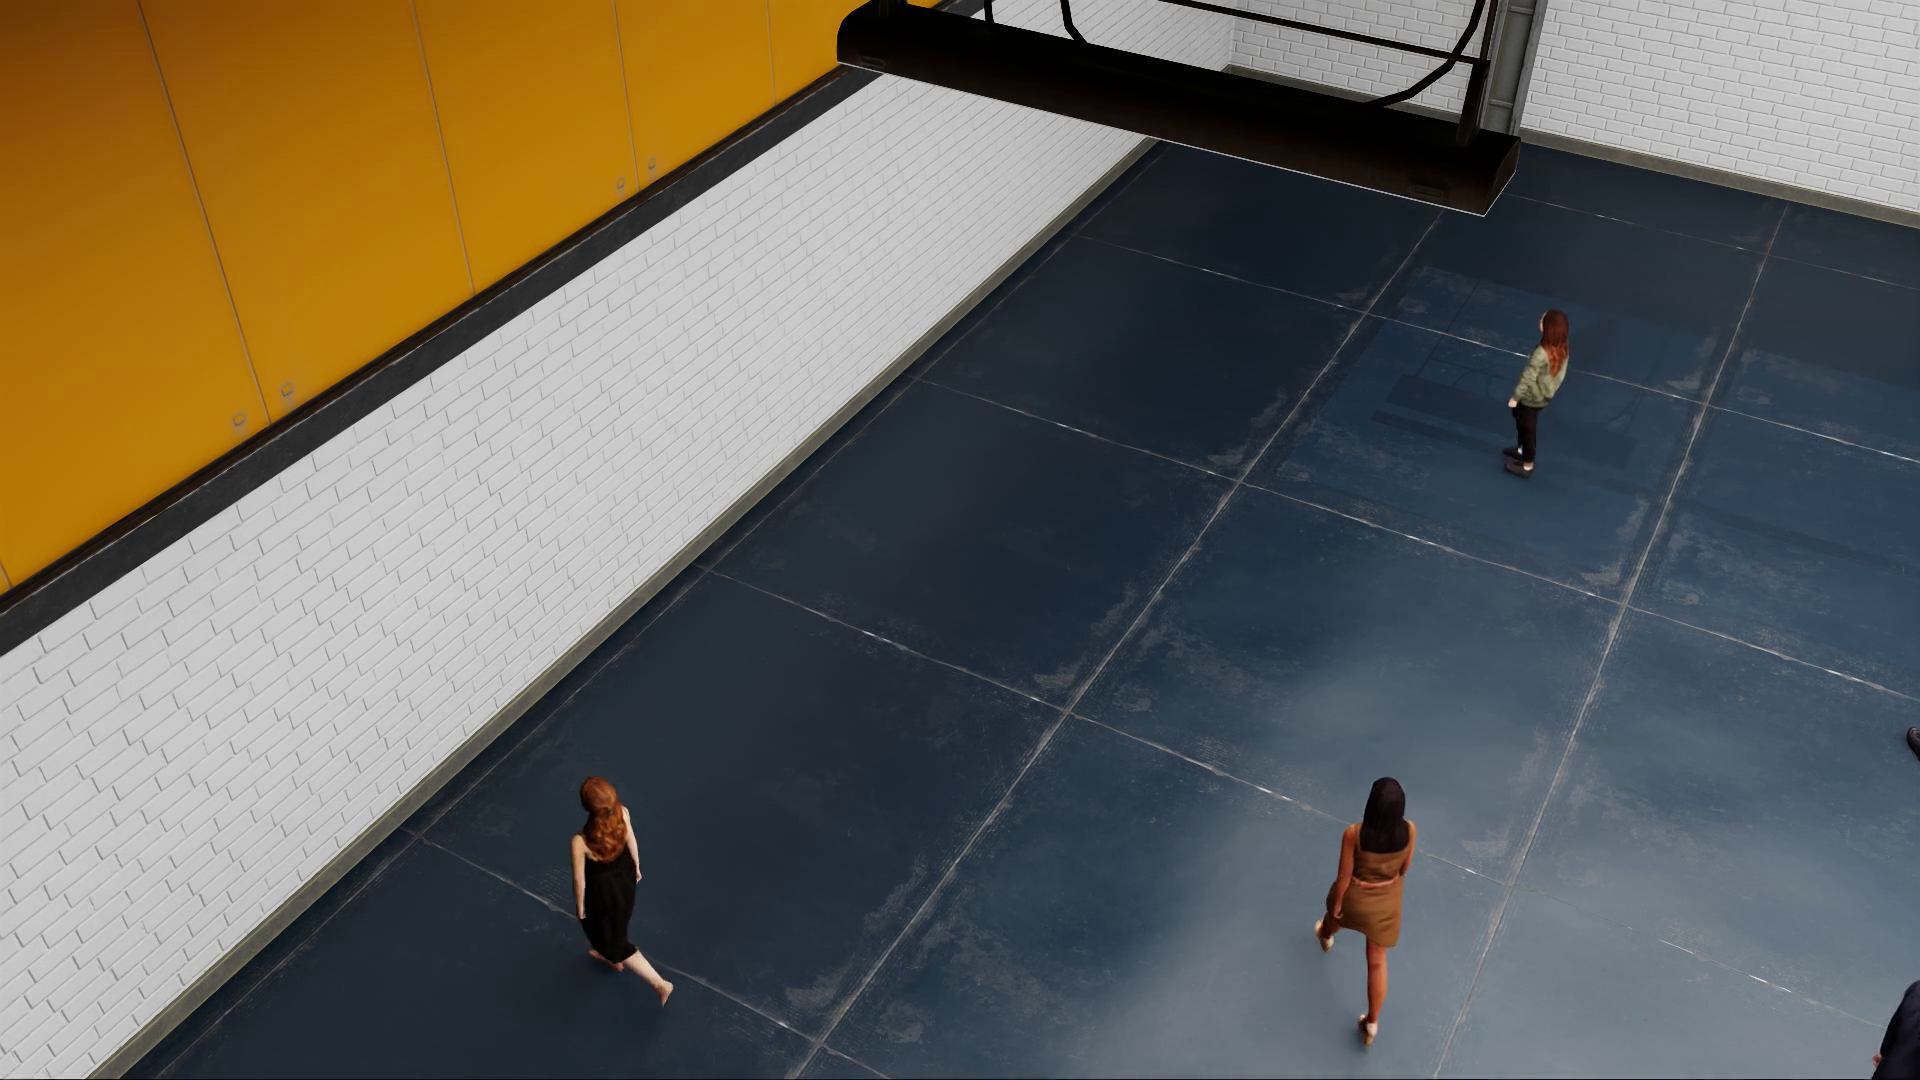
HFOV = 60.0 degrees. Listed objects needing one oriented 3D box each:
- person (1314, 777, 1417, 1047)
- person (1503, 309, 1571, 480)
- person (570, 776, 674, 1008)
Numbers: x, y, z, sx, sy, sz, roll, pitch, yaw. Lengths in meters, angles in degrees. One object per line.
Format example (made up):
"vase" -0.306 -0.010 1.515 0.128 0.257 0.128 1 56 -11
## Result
"person" 2.193 1.988 8.843 1.082 1.641 1.021 -2 39 -2
"person" 4.514 -1.095 12.843 0.610 1.467 0.626 28 46 31
"person" -1.837 1.918 8.959 0.941 1.606 0.621 25 45 28
